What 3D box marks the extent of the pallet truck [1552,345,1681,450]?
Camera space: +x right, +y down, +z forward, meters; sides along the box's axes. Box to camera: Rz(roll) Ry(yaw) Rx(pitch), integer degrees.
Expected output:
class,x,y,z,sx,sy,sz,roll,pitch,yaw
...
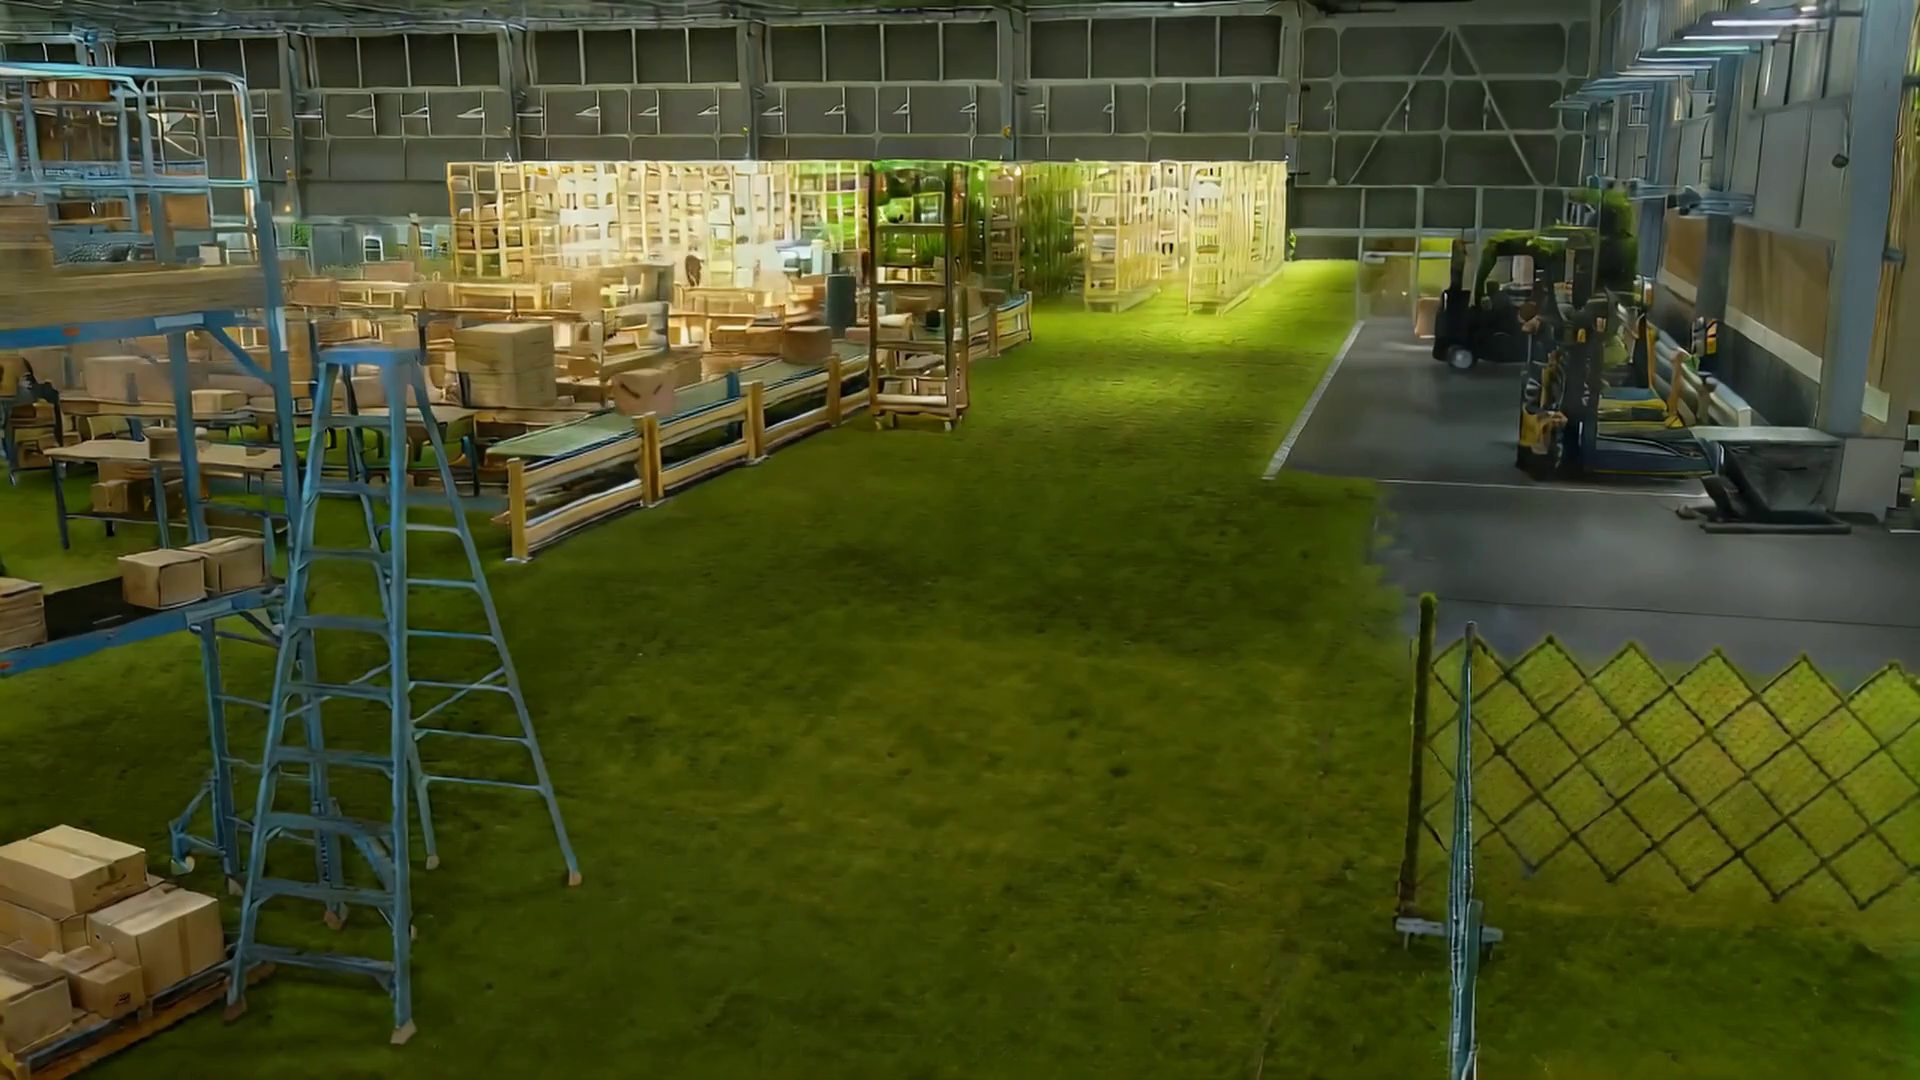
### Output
class,x,y,z,sx,sy,sz,roll,pitch,yaw
pallet truck,8.641,-1.896,21.908,1.630,1.274,0.653,4,14,16

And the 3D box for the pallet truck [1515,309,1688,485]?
class,x,y,z,sx,sy,sz,roll,pitch,yaw
pallet truck,7.554,-1.677,19.446,1.885,1.965,0.823,3,13,14

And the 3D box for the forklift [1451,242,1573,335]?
class,x,y,z,sx,sy,sz,roll,pitch,yaw
forklift,10.464,-4.597,31.405,2.680,1.987,1.157,4,14,16

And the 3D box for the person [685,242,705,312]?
class,x,y,z,sx,sy,sz,roll,pitch,yaw
person,-6.169,-6.020,38.627,0.527,1.808,0.620,7,15,27

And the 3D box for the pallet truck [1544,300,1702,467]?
class,x,y,z,sx,sy,sz,roll,pitch,yaw
pallet truck,8.263,-1.952,20.631,1.885,1.965,0.823,5,14,20

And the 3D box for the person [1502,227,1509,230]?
class,x,y,z,sx,sy,sz,roll,pitch,yaw
person,14.736,-7.535,45.077,0.562,1.847,0.390,0,13,-2

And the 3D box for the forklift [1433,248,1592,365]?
class,x,y,z,sx,sy,sz,roll,pitch,yaw
forklift,9.780,-4.111,29.280,2.680,1.987,1.157,3,13,14

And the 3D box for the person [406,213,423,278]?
class,x,y,z,sx,sy,sz,roll,pitch,yaw
person,-17.020,-9.161,51.773,0.375,1.997,0.608,-7,15,-27

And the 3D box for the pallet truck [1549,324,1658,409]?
class,x,y,z,sx,sy,sz,roll,pitch,yaw
pallet truck,9.824,-2.669,25.407,1.601,1.201,0.680,4,14,16

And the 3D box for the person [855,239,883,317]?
class,x,y,z,sx,sy,sz,roll,pitch,yaw
person,-2.149,-6.078,38.737,0.872,1.877,0.652,5,14,21

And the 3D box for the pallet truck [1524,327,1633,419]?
class,x,y,z,sx,sy,sz,roll,pitch,yaw
pallet truck,9.065,-2.460,24.370,1.522,1.261,0.704,3,13,14
